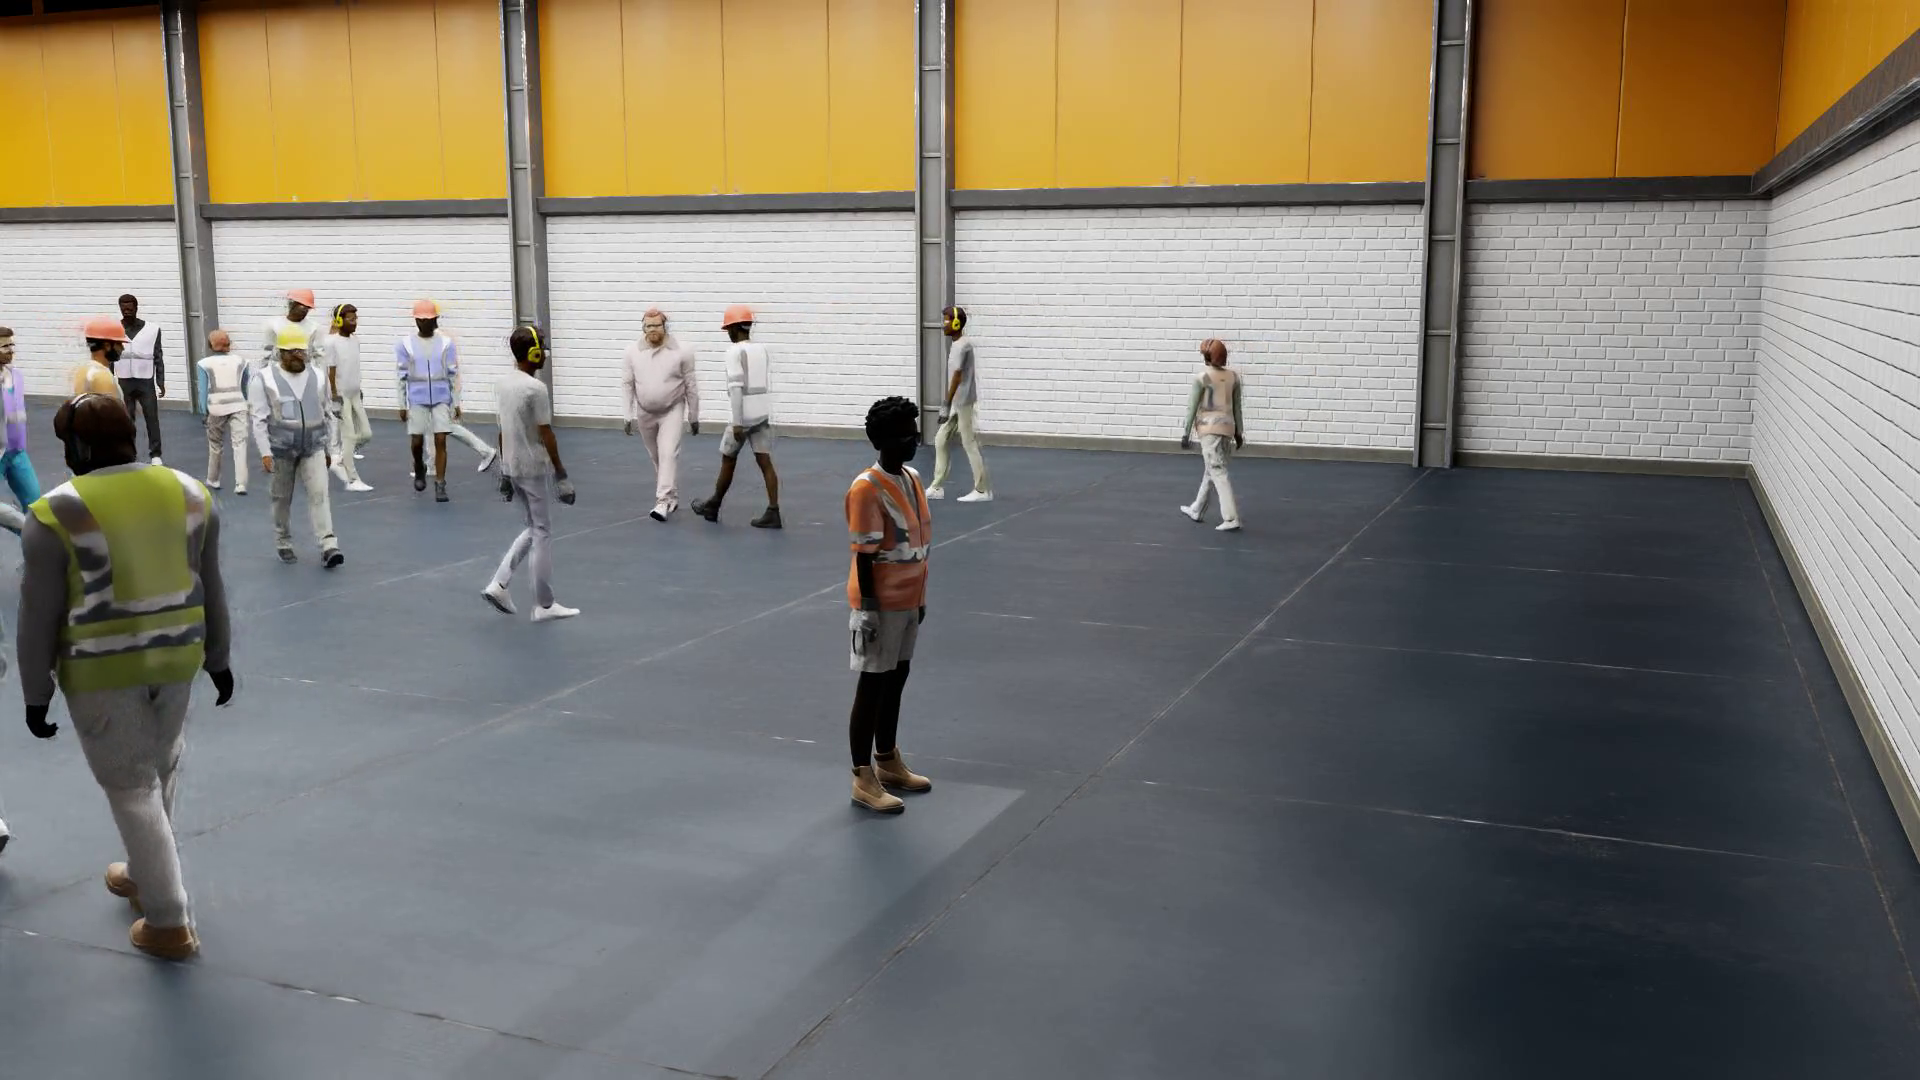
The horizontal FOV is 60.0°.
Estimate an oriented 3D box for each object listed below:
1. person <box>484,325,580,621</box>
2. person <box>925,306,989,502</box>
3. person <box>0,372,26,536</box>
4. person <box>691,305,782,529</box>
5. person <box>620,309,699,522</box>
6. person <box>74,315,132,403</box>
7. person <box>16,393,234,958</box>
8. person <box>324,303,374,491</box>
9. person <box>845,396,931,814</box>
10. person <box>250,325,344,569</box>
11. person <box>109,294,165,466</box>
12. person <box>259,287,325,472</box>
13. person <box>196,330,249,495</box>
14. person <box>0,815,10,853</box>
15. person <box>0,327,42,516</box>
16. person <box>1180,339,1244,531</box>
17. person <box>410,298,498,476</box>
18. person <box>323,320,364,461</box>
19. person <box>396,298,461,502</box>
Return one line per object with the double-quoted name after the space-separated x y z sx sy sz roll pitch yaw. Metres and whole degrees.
-2.655 -0.401 10.324 0.496 1.857 0.550 -8 12 -41 "person"
-0.102 -1.252 15.564 0.839 1.838 0.531 -1 9 -7 "person"
-6.747 -0.635 11.546 0.635 1.922 0.639 -8 12 -40 "person"
-1.889 -1.052 14.193 1.007 1.878 0.556 7 11 35 "person"
-2.645 -1.099 14.599 0.648 1.840 1.026 1 9 8 "person"
-5.960 -0.594 11.416 0.935 1.898 0.544 -8 13 -42 "person"
-2.794 0.425 5.458 0.852 1.807 0.644 6 11 33 "person"
-6.054 -1.399 16.385 0.489 1.853 0.535 3 10 20 "person"
-0.286 0.254 6.842 0.317 1.695 0.540 4 10 22 "person"
-4.846 -0.673 12.191 0.601 1.778 0.947 -7 12 -37 "person"
-9.096 -1.751 18.353 0.591 1.912 0.379 -4 10 -22 "person"
-7.149 -1.714 17.859 0.656 1.994 0.534 -8 12 -39 "person"
-7.192 -1.250 16.270 0.500 1.587 0.845 -6 11 -34 "person"
-3.710 0.444 5.925 0.340 1.617 0.526 2 10 14 "person"
-6.847 -0.608 11.751 0.915 1.812 0.584 1 9 5 "person"
2.125 -0.888 14.059 0.533 1.596 0.867 -6 11 -34 "person"
-5.358 -1.599 17.512 0.841 1.889 0.594 -3 10 -17 "person"
-7.044 -1.718 18.985 0.266 1.631 0.507 4 10 22 "person"
-5.040 -1.334 15.790 0.565 1.921 0.679 -4 10 -22 "person"
